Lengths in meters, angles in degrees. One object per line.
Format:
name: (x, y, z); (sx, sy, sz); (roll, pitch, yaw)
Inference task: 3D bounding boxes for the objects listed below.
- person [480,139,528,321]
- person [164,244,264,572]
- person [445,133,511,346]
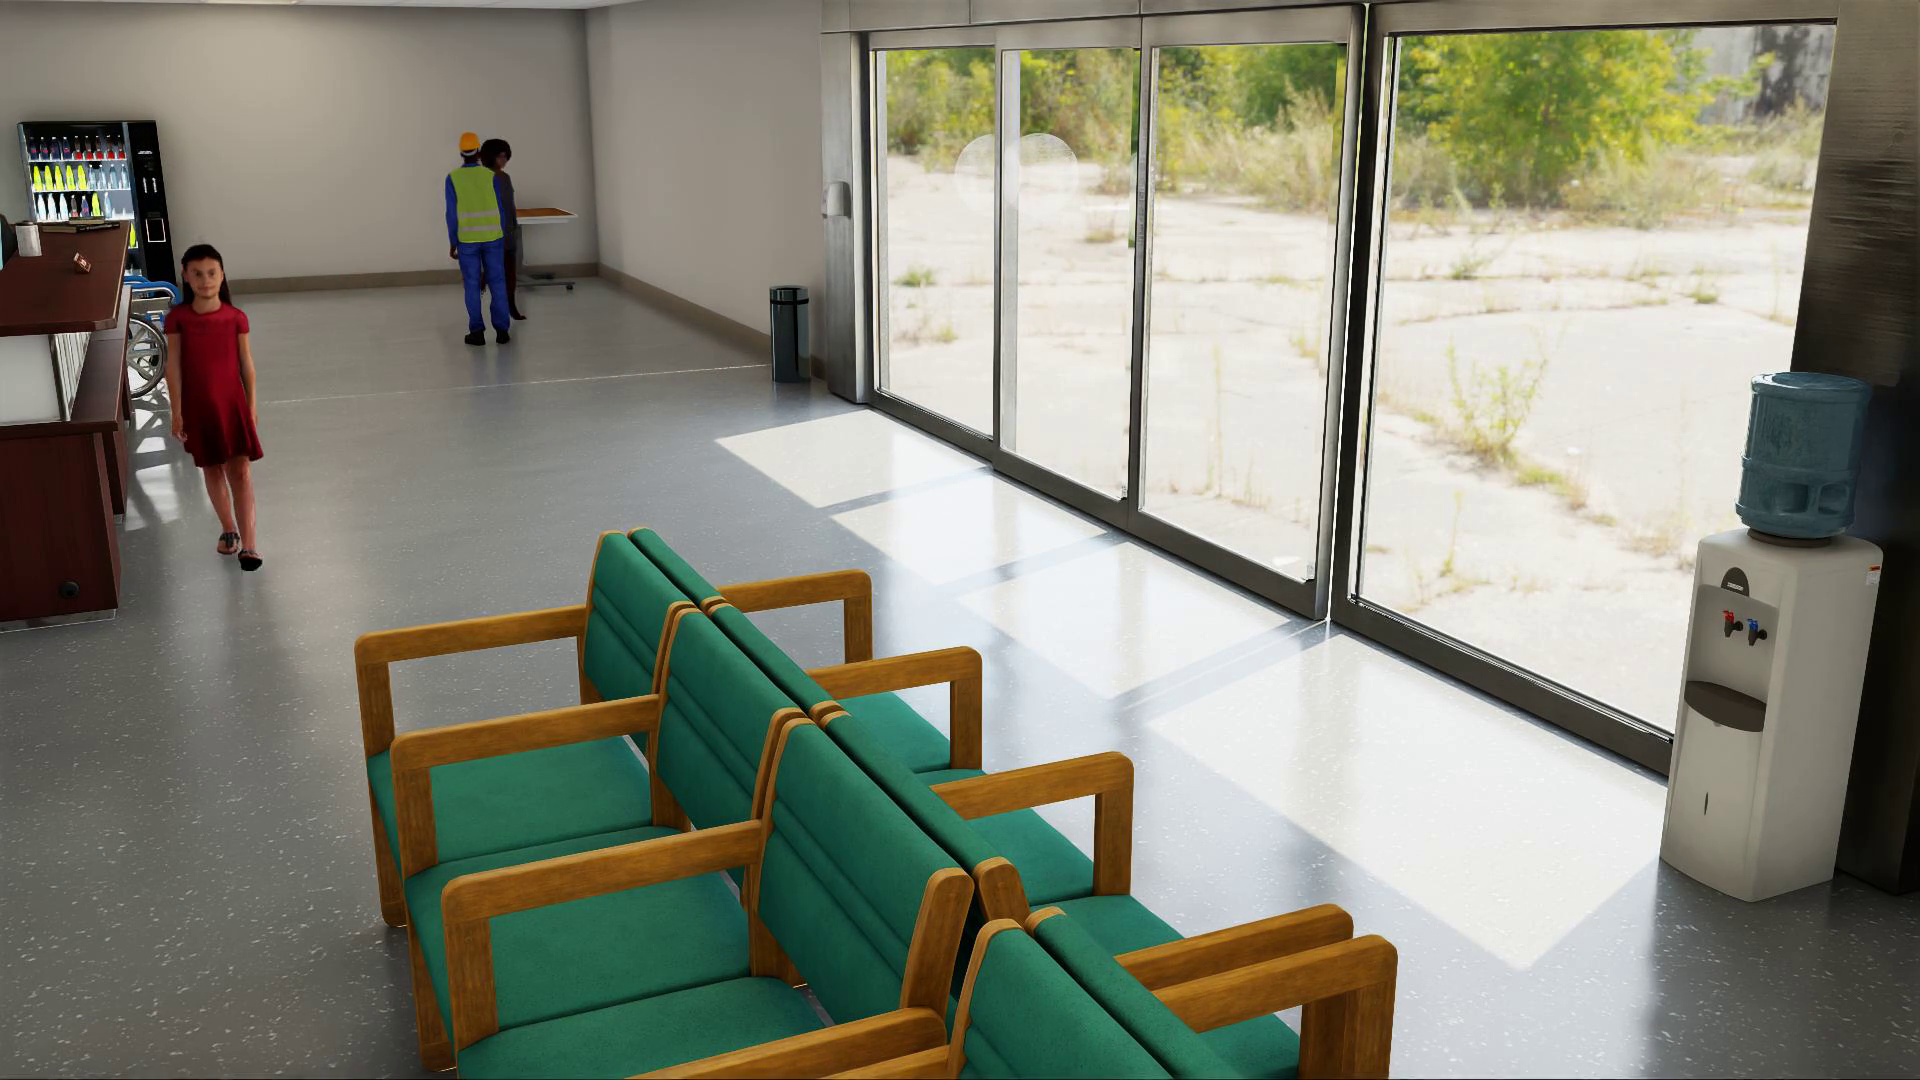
person: (-4.412, -2.911, 15.726); (0.915, 1.698, 0.860); (5, 17, 18)
person: (-3.557, -0.621, 7.936); (1.004, 1.509, 0.640); (-6, 17, -20)
person: (-4.193, -2.618, 14.478); (0.512, 1.811, 0.724); (-8, 18, -26)
